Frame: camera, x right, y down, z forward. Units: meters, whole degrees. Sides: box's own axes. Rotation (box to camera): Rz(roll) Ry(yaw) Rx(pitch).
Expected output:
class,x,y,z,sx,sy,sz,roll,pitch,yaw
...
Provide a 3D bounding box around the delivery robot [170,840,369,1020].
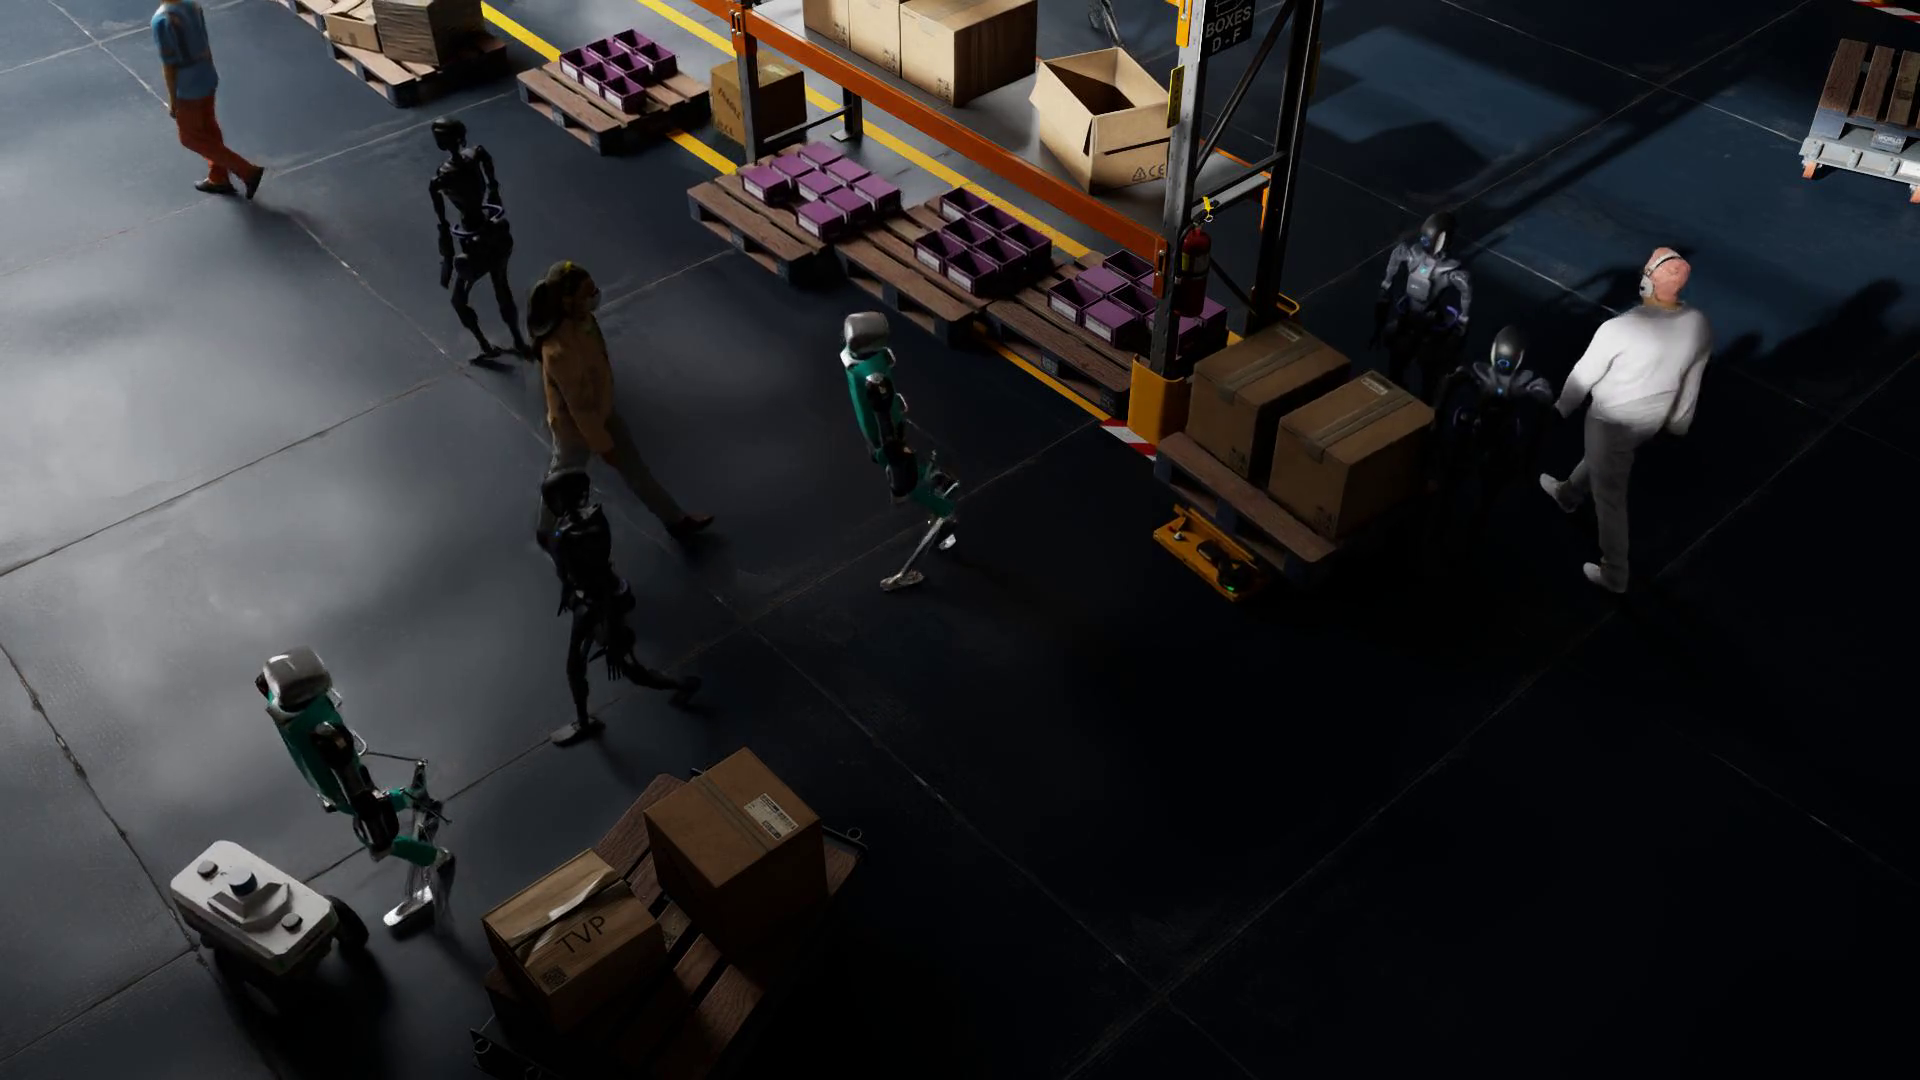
class,x,y,z,sx,sy,sz,roll,pitch,yaw
delivery robot,-2.980,1.613,7.124,0.750,0.587,0.521,22,47,22

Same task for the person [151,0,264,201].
class,x,y,z,sx,sy,sz,roll,pitch,yaw
person,-5.230,-3.122,11.389,0.582,1.754,0.517,6,43,7

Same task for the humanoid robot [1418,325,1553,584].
class,x,y,z,sx,sy,sz,roll,pitch,yaw
humanoid robot,2.695,-0.447,8.551,0.601,1.640,0.363,11,44,11

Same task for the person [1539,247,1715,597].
class,x,y,z,sx,sy,sz,roll,pitch,yaw
person,3.459,-0.642,8.626,0.639,1.850,0.999,-14,44,-15

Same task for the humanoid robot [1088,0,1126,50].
class,x,y,z,sx,sy,sz,roll,pitch,yaw
humanoid robot,1.188,-4.717,13.181,0.532,1.819,0.900,-18,46,-18

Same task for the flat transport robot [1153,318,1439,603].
class,x,y,z,sx,sy,sz,roll,pitch,yaw
flat transport robot,1.835,-0.173,9.284,1.431,0.231,0.659,-27,49,-26

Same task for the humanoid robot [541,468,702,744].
class,x,y,z,sx,sy,sz,roll,pitch,yaw
humanoid robot,-1.650,0.304,7.769,0.755,1.652,0.612,-26,48,-25

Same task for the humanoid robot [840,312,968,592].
class,x,y,z,sx,sy,sz,roll,pitch,yaw
humanoid robot,-0.165,-0.444,8.512,0.840,1.788,0.557,-14,44,-15

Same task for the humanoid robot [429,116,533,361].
class,x,y,z,sx,sy,sz,roll,pitch,yaw
humanoid robot,-2.901,-1.802,10.015,0.369,1.643,0.586,17,45,18

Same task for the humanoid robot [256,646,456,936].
class,x,y,z,sx,sy,sz,roll,pitch,yaw
humanoid robot,-2.365,1.050,6.921,0.552,1.862,0.671,33,52,30

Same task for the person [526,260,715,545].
class,x,y,z,sx,sy,sz,roll,pitch,yaw
person,-1.894,-0.649,8.662,1.014,1.825,0.574,2,43,2

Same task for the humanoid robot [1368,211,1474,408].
class,x,y,z,sx,sy,sz,roll,pitch,yaw
humanoid robot,2.565,-1.121,9.280,0.594,1.645,0.322,32,51,30
